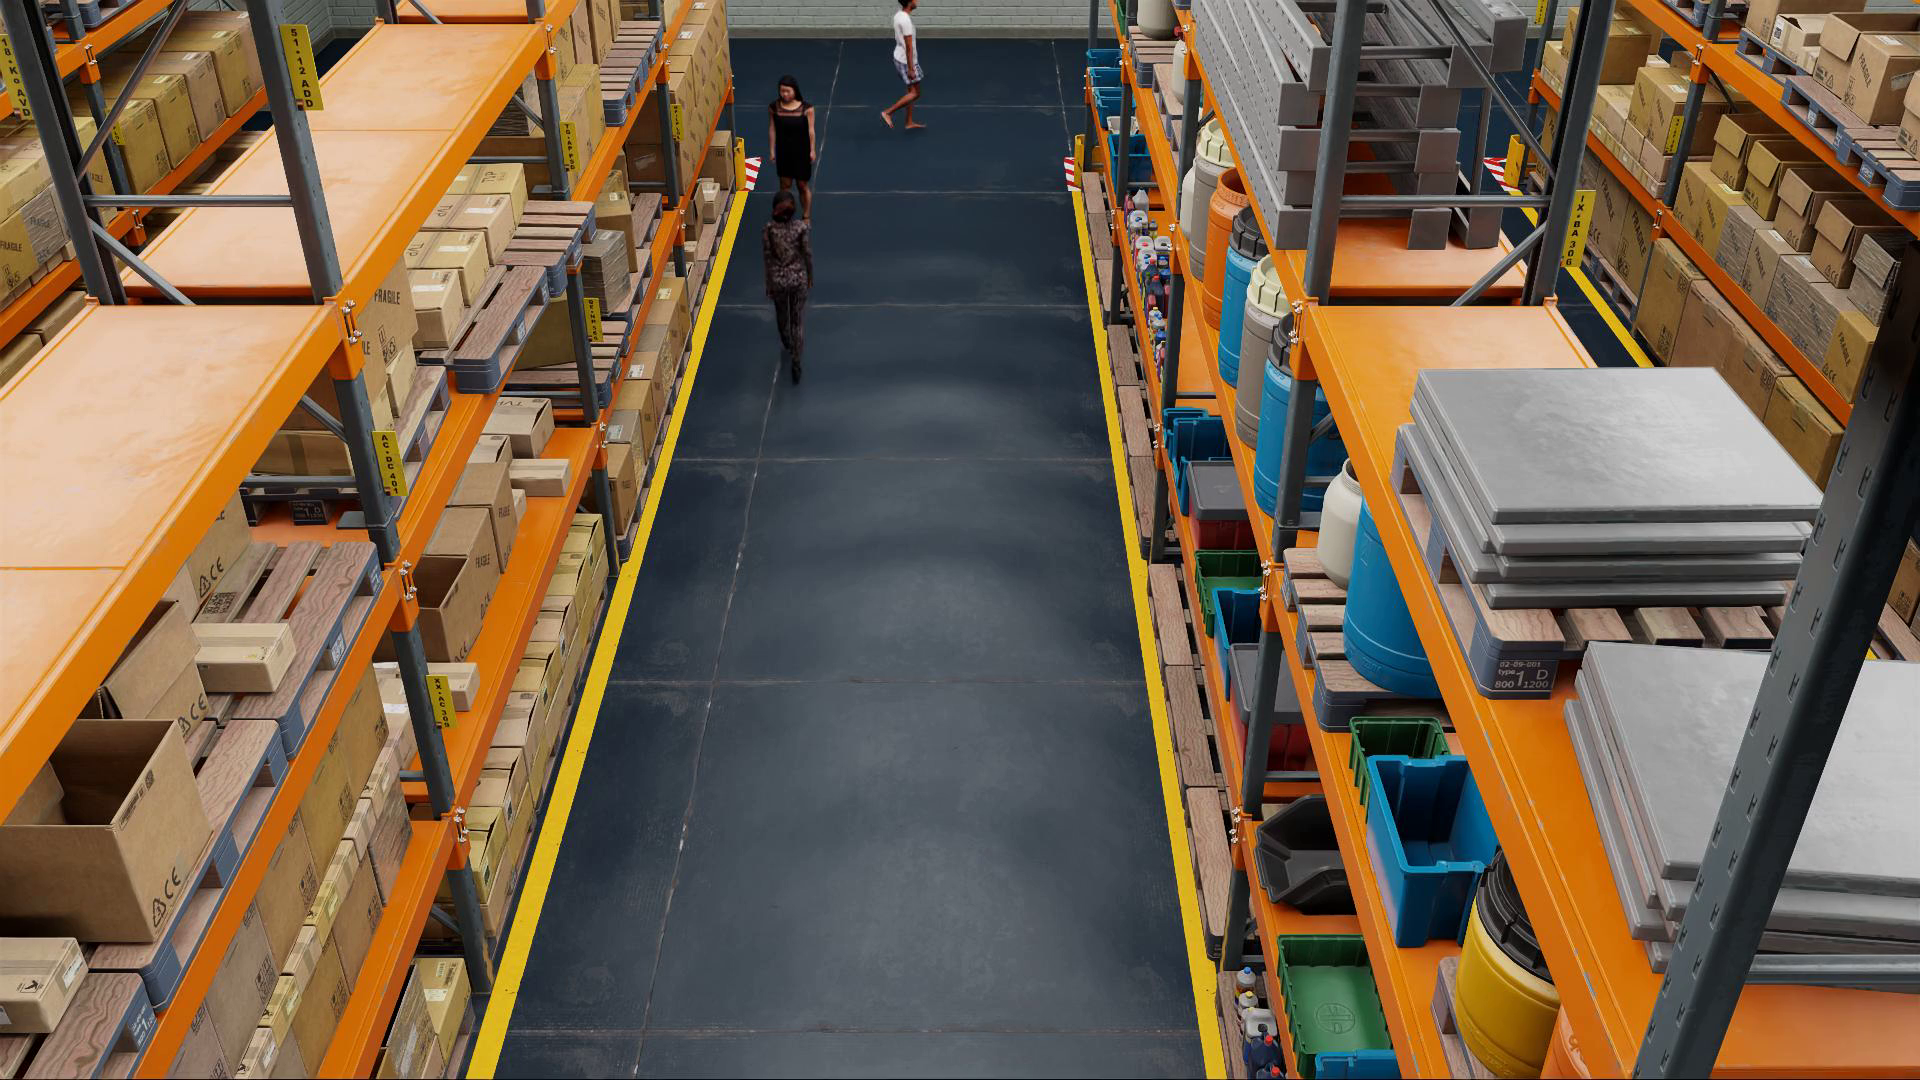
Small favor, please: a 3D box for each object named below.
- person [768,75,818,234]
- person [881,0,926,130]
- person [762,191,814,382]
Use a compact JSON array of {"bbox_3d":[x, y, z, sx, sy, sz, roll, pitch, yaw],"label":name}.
[{"bbox_3d":[-1.747,-4.031,17.414,0.680,1.715,0.623,3,33,5],"label":"person"},{"bbox_3d":[-0.714,-5.762,20.074,0.802,1.717,0.804,-7,34,-10],"label":"person"},{"bbox_3d":[-1.503,-2.206,14.639,0.626,1.679,1.067,-2,33,-4],"label":"person"}]
